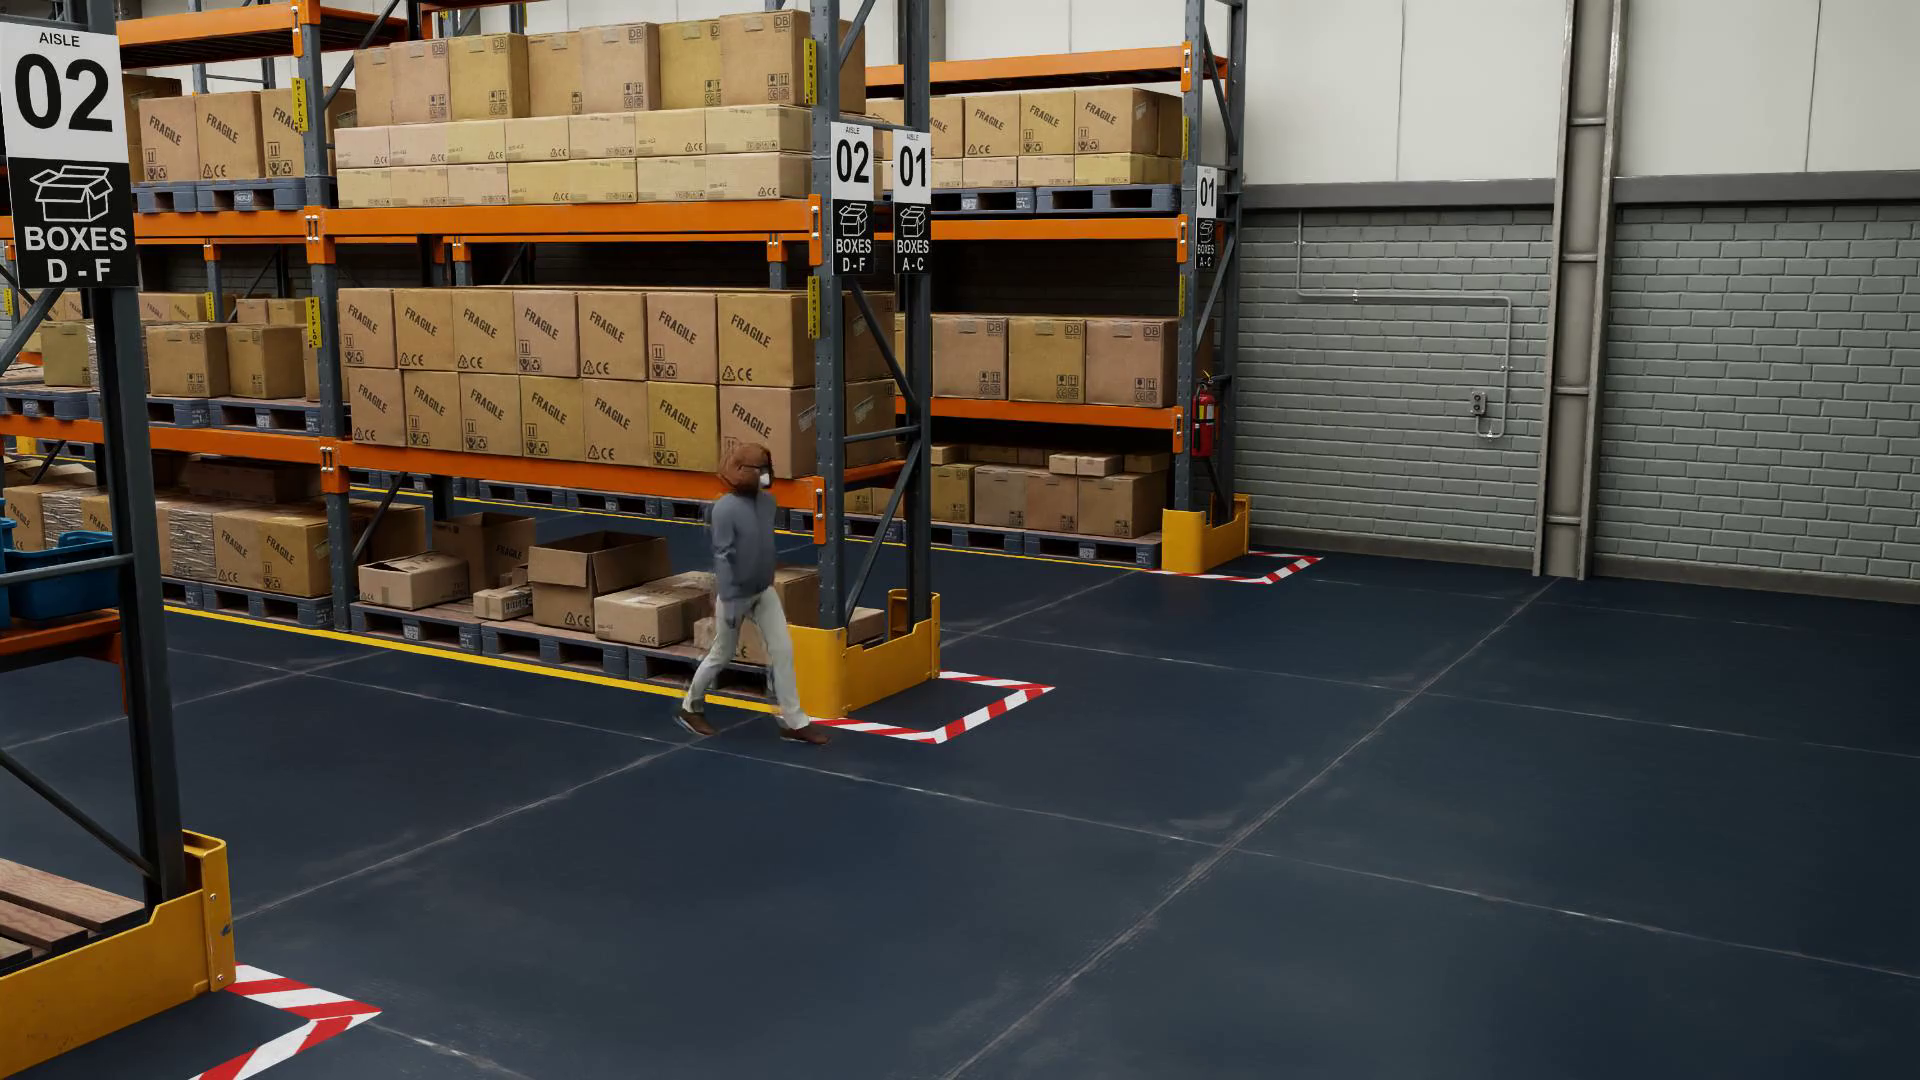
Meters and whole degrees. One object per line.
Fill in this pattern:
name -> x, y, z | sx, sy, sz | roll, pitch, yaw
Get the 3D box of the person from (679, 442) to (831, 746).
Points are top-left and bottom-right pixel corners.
person -> -1.125, 0.273, 8.682 | 0.865, 1.584, 0.511 | 7, 12, 34
